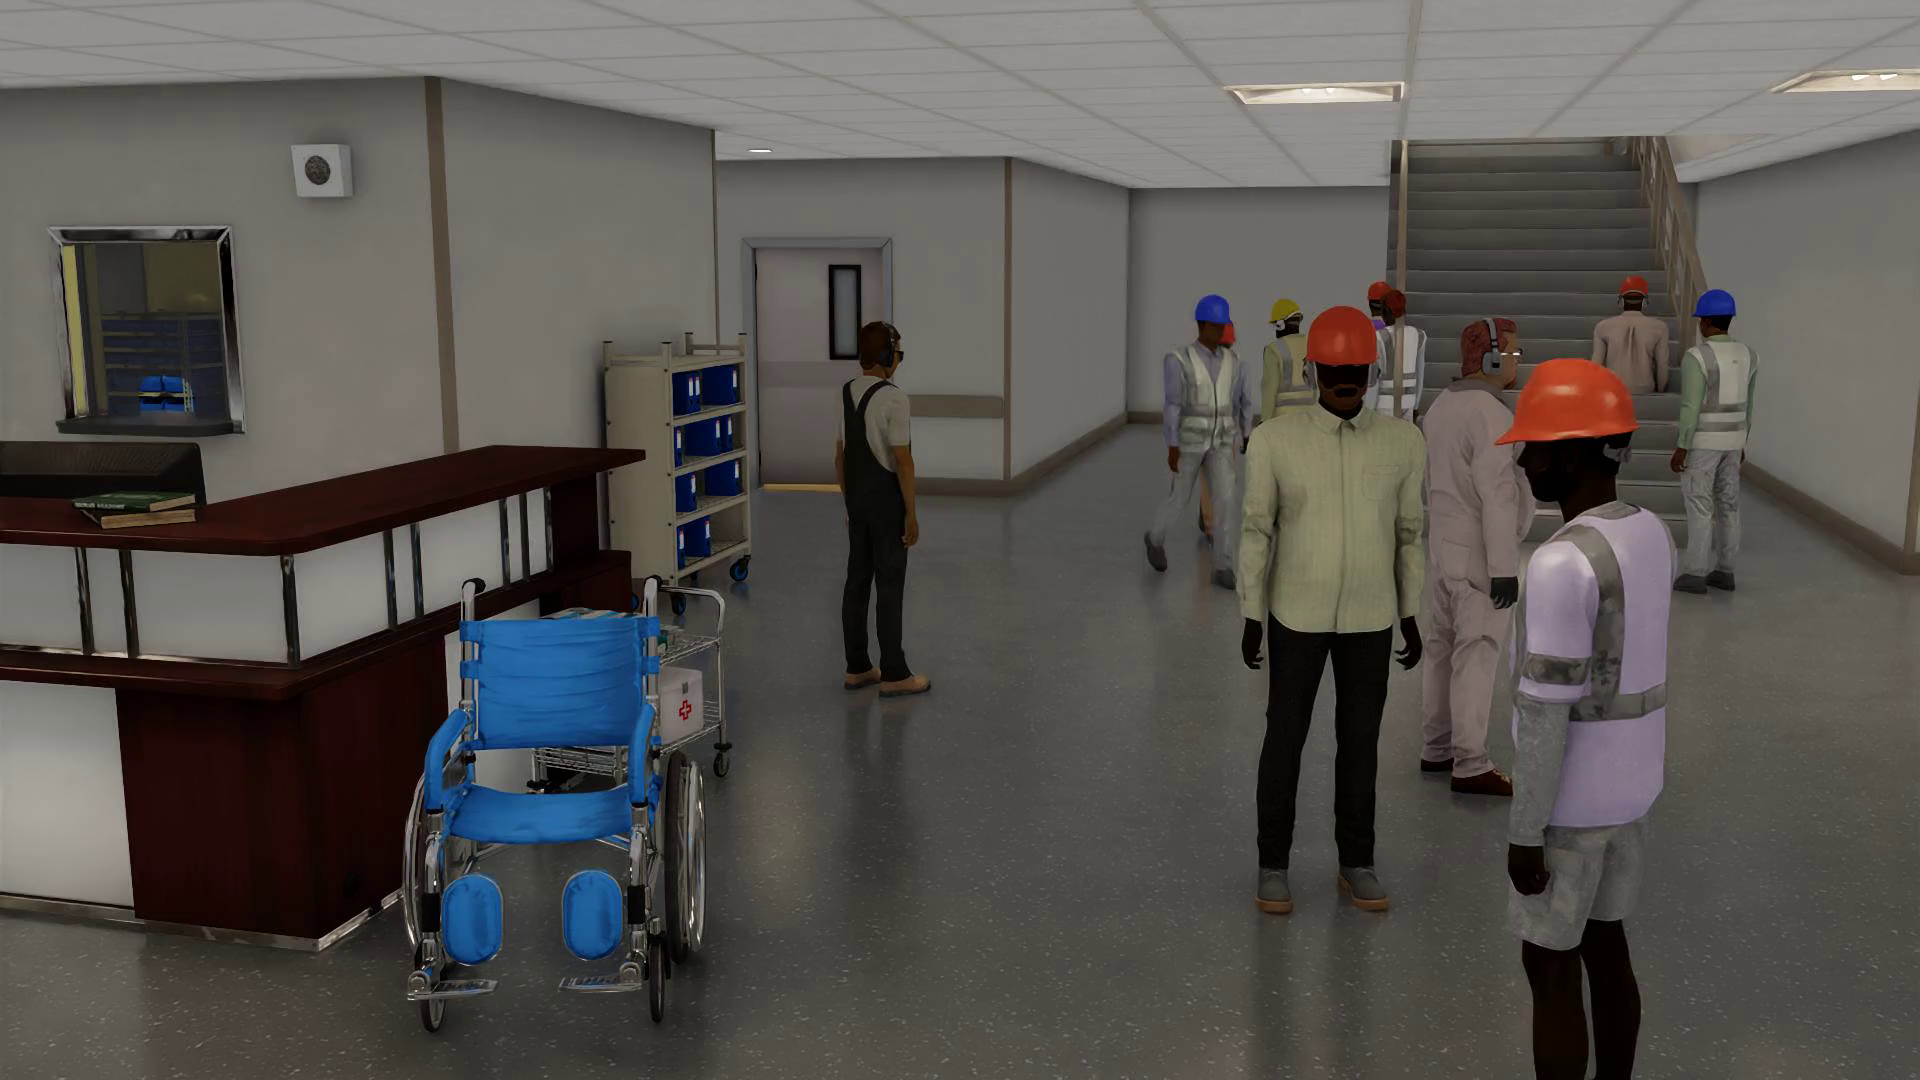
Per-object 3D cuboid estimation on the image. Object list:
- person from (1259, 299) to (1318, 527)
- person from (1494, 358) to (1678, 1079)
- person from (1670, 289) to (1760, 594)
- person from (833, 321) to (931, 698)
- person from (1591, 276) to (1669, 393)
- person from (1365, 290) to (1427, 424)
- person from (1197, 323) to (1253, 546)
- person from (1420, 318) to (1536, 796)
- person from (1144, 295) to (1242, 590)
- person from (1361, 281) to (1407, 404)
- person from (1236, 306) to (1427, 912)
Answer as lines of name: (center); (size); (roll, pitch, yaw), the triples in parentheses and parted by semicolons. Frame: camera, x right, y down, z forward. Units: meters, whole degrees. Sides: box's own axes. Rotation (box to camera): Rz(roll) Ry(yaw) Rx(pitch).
person: (2.608, -1.012, 13.312); (0.586, 1.823, 0.403); (-7, 12, -36)
person: (1.374, 0.556, 3.776); (0.390, 1.929, 0.545); (9, 13, 44)
person: (4.812, -0.627, 10.675); (0.615, 1.945, 0.404); (-4, 11, -24)
person: (-0.397, -0.149, 8.172); (0.506, 1.842, 0.346); (9, 13, 42)
person: (5.677, -1.238, 14.139); (0.622, 1.991, 0.389); (3, 10, 20)
person: (3.551, -1.103, 13.672); (0.574, 1.883, 0.355); (-5, 11, -27)
person: (1.914, -0.842, 12.588); (0.572, 1.716, 0.757); (-2, 10, -11)
person: (2.108, 0.062, 6.736); (0.406, 1.910, 0.639); (-1, 10, -6)
person: (1.552, -0.664, 11.019); (0.613, 1.919, 0.887); (-4, 10, -20)
person: (3.784, -1.378, 15.127); (0.544, 1.939, 0.354); (2, 10, 9)
person: (1.220, 0.236, 5.453); (0.624, 1.992, 0.386); (-1, 10, -3)
